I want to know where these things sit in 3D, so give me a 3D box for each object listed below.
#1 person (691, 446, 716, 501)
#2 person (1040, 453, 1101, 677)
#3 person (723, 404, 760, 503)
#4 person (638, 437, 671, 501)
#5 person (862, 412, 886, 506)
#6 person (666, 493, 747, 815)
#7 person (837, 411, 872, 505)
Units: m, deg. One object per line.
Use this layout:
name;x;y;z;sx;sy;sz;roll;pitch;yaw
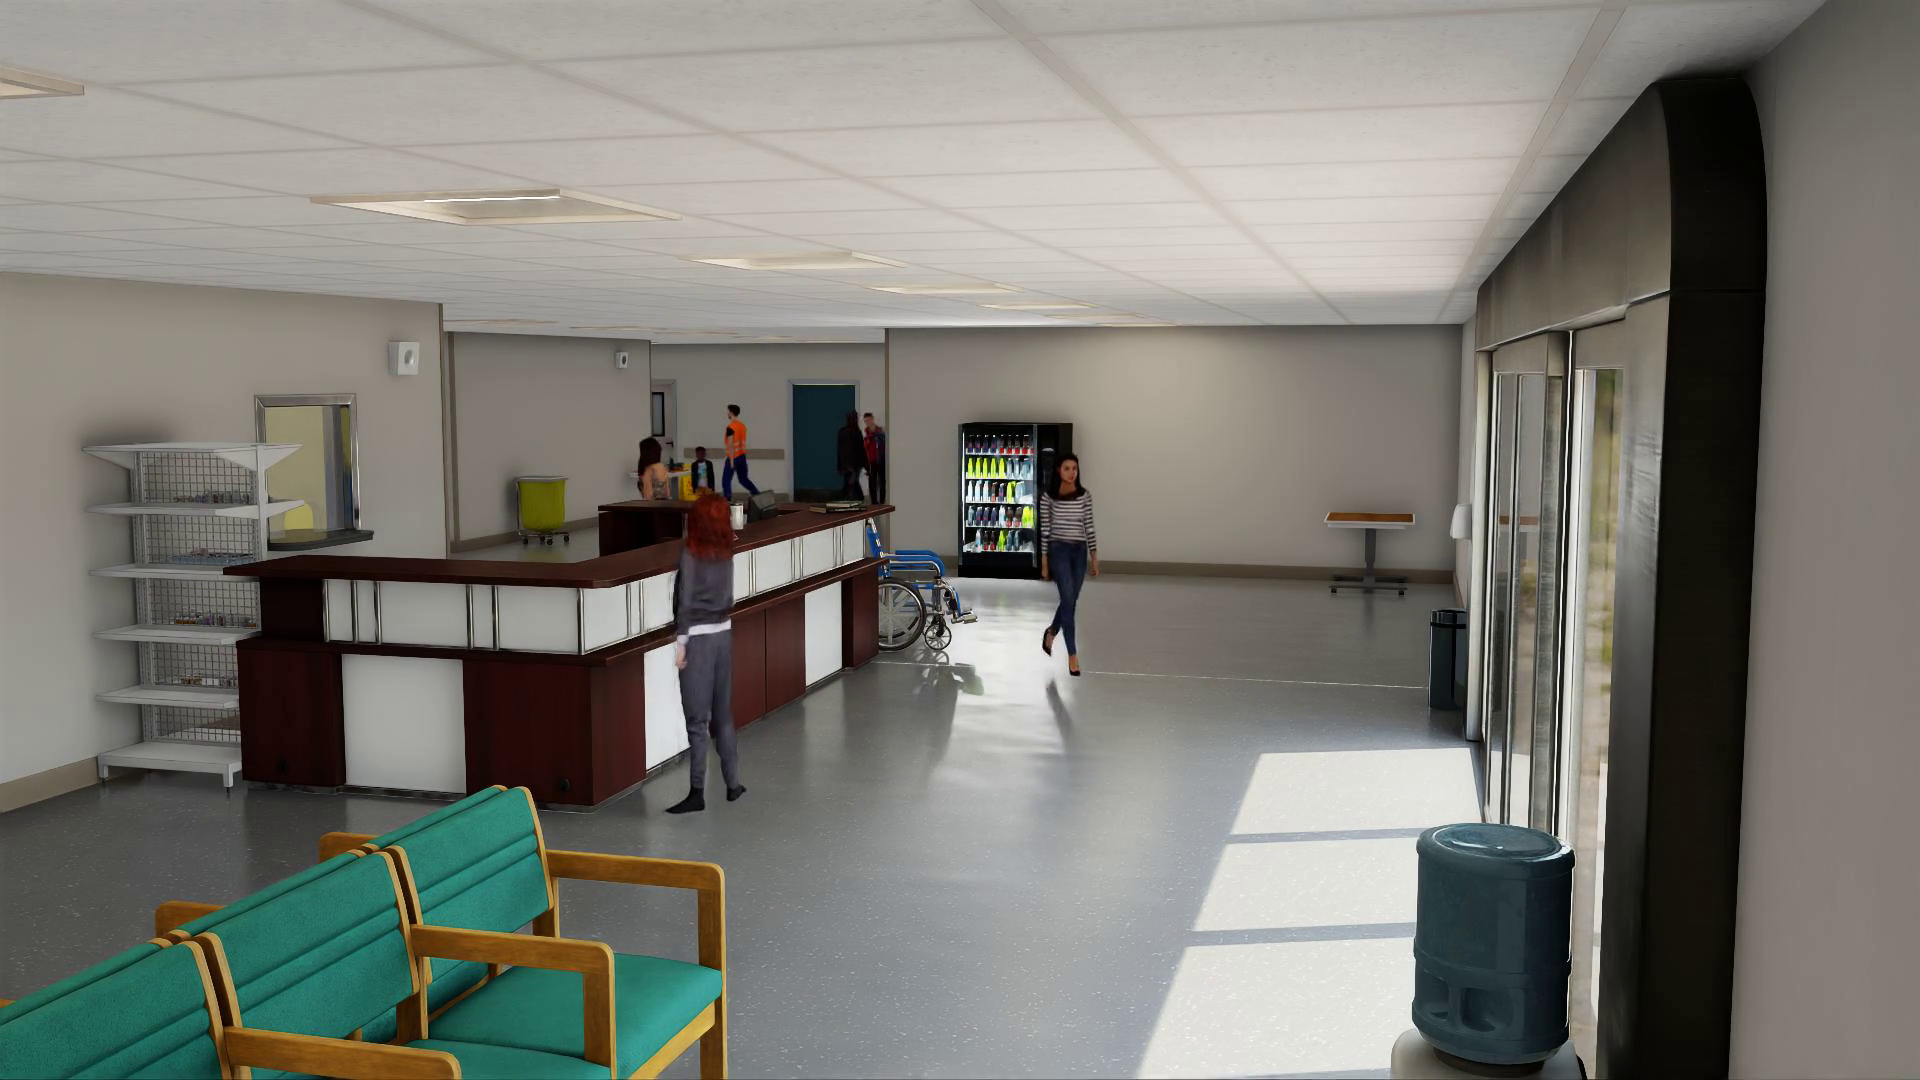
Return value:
person;-4.142;-0.882;26.794;0.569;1.259;0.668;-1;6;-10
person;0.847;0.202;13.467;1.134;1.753;1.056;-2;6;-18
person;-3.834;-1.415;29.113;1.248;1.854;0.853;3;7;28
person;-3.121;-0.205;17.632;0.894;1.745;0.698;2;6;20
person;-1.463;-1.363;29.230;0.793;1.728;0.892;-4;7;-33
person;-1.436;0.631;9.266;0.645;1.757;0.820;2;6;18
person;-1.845;-1.195;27.285;1.287;1.782;1.159;5;8;42
